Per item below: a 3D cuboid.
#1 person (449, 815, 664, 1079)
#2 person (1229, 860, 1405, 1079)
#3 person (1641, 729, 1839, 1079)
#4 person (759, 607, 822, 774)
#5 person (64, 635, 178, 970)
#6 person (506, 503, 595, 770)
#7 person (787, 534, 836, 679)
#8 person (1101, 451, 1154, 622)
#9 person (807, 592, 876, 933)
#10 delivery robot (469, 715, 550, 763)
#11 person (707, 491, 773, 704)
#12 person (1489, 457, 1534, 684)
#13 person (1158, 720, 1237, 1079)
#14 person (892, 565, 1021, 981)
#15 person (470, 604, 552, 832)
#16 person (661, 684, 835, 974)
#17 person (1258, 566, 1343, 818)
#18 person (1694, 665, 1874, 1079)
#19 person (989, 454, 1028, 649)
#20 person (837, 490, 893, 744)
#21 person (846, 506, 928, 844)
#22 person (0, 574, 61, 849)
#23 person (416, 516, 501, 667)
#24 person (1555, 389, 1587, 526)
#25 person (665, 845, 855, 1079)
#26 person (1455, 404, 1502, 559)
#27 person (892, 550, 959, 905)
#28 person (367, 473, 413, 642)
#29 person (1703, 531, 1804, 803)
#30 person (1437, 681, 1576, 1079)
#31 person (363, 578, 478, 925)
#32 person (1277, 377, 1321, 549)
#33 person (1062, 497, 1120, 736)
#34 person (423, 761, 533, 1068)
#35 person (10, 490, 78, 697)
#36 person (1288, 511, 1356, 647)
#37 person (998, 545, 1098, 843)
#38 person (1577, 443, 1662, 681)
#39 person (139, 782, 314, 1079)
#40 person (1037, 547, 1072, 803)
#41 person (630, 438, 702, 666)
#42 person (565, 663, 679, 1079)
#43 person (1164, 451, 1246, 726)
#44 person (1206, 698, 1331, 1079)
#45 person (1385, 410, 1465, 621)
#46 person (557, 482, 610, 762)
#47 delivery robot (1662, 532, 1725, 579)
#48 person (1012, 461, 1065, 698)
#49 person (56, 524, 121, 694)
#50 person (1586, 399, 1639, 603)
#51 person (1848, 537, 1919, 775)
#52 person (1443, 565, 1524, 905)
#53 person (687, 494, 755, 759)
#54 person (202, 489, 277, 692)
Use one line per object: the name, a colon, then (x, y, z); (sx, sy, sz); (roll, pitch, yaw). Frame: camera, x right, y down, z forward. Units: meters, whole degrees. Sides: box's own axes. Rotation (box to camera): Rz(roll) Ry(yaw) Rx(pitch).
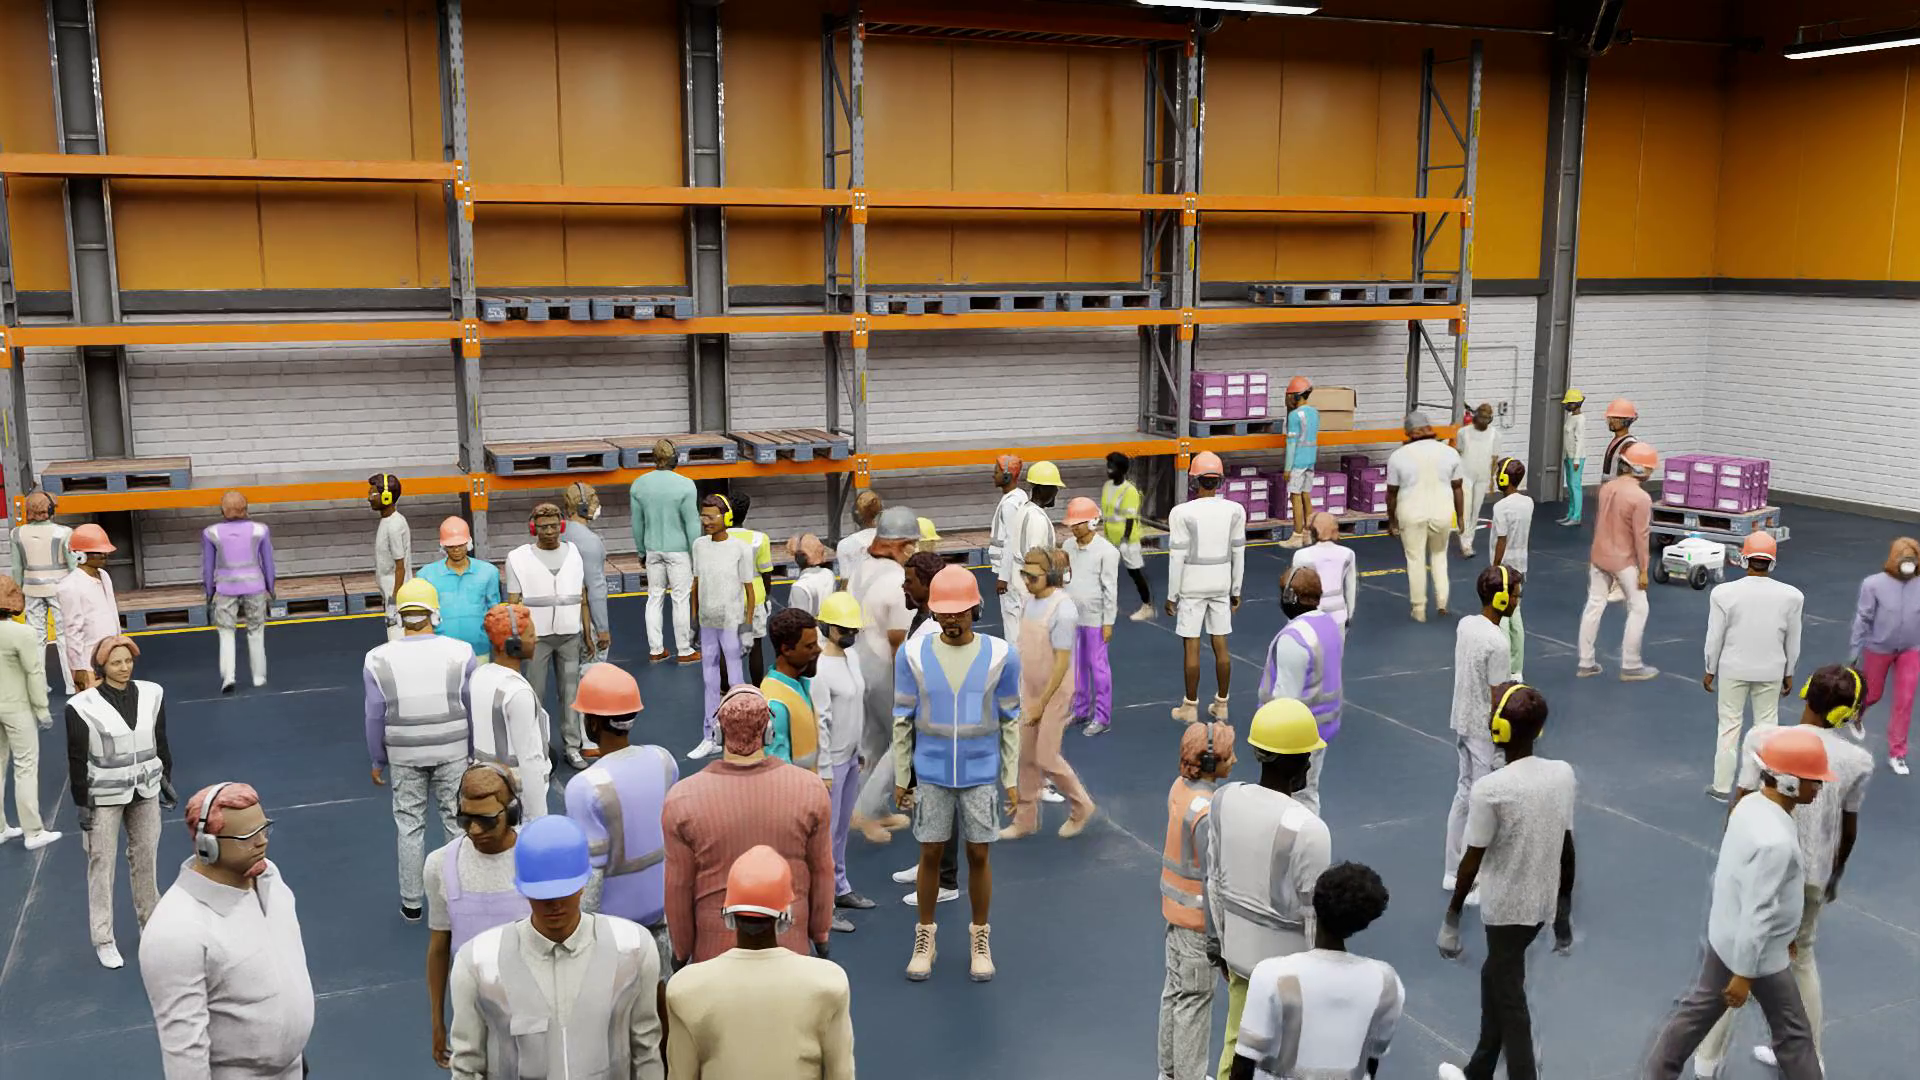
person: (-1.143, 1.719, 4.777); (0.602, 1.948, 0.385); (-4, 11, -20)
person: (1.061, 1.809, 5.110); (0.601, 1.657, 0.411); (-1, 10, -8)
person: (3.122, 1.554, 6.460); (0.908, 1.699, 0.565); (2, 10, 13)
person: (-0.801, 1.245, 7.592); (0.393, 1.919, 0.590); (0, 10, 0)
person: (-4.143, 1.271, 8.240); (0.311, 1.642, 0.512); (6, 12, 33)
person: (-2.754, 0.656, 11.191); (0.570, 1.843, 0.373); (-6, 11, -30)
person: (-0.988, 0.763, 11.172); (0.313, 1.639, 0.513); (4, 11, 20)
person: (1.485, -0.013, 15.606); (0.867, 1.648, 0.547); (-6, 11, -30)
person: (-0.628, 1.136, 8.666); (0.306, 1.767, 0.525); (3, 10, 17)
delivery robot: (-3.110, 1.280, 11.047); (0.707, 0.478, 0.477); (-6, 11, -30)
person: (-1.685, 0.472, 12.686); (0.534, 1.697, 0.318); (0, 10, -2)
person: (4.381, 0.267, 13.370); (0.538, 1.869, 0.313); (-9, 13, -42)
person: (0.969, 1.531, 6.747); (0.311, 1.638, 0.523); (-1, 10, -7)
person: (-0.018, 1.119, 7.960); (0.614, 2.041, 0.393); (0, 10, 2)
person: (-2.083, 1.225, 7.811); (0.356, 1.883, 0.574); (-8, 13, -38)
person: (-0.792, 1.480, 6.274); (0.643, 1.909, 0.410); (-2, 10, -14)
person: (1.831, 1.051, 8.999); (0.429, 1.825, 0.641); (6, 12, 31)
person: (3.457, 1.399, 6.982); (0.568, 1.827, 0.372); (2, 10, 12)
person: (0.394, 0.238, 13.502); (0.355, 1.882, 0.576); (1, 10, 7)
person: (-0.646, 0.558, 11.763); (0.508, 1.846, 0.345); (-6, 12, -31)
person: (-0.428, 0.787, 9.876); (0.563, 2.000, 0.709); (-6, 11, -30)
person: (-5.605, 1.011, 9.795); (0.504, 1.628, 0.278); (2, 10, 13)
person: (-3.352, 0.705, 11.178); (0.566, 1.751, 0.329); (-4, 11, -23)
person: (7.843, -1.055, 21.314); (0.338, 1.761, 0.524); (1, 10, 6)
person: (-0.594, 1.774, 5.017); (0.564, 1.752, 0.339); (-1, 10, -4)
person: (5.901, -0.675, 19.042); (0.512, 1.781, 0.923); (2, 10, 11)
person: (-0.151, 1.003, 8.986); (0.392, 1.920, 0.587); (-2, 10, -10)
person: (-4.252, 0.430, 12.429); (0.328, 1.872, 0.514); (-4, 11, -23)
person: (5.020, 0.810, 10.573); (0.564, 1.751, 0.330); (2, 10, 11)
person: (2.095, 1.450, 6.604); (0.554, 1.846, 0.767); (-6, 11, -30)
person: (-2.783, 1.103, 8.691); (0.589, 1.822, 0.403); (-3, 10, -16)
person: (4.002, -0.910, 19.689); (0.399, 2.035, 0.601); (8, 13, 40)
person: (0.907, 0.547, 12.140); (0.355, 1.738, 0.574); (-8, 13, -38)
person: (-1.546, 1.624, 5.662); (0.519, 1.836, 0.343); (0, 10, 0)
person: (-7.166, 0.430, 13.091); (0.522, 1.640, 0.306); (-1, 10, -3)
person: (2.640, 0.588, 12.195); (0.553, 1.627, 0.388); (-3, 10, -15)
person: (0.527, 0.914, 9.797); (0.587, 1.821, 0.517); (-7, 12, -33)
person: (5.427, 0.184, 13.605); (0.608, 1.962, 0.608); (-3, 10, -18)
person: (-2.209, 1.672, 5.166); (0.409, 1.906, 0.652); (1, 10, 4)
person: (0.584, 0.850, 10.685); (0.278, 1.633, 0.507); (3, 10, 17)
person: (-2.472, 0.106, 14.093); (0.627, 1.941, 0.371); (3, 10, 18)
person: (-1.328, 1.431, 6.466); (0.378, 1.938, 0.547); (6, 11, 30)
person: (1.801, 0.358, 12.341); (0.615, 2.041, 0.376); (-3, 10, -18)
person: (1.136, 1.512, 6.027); (0.363, 1.928, 0.587); (-7, 12, -34)
person: (4.413, -0.252, 15.868); (0.725, 2.000, 0.540); (1, 10, 4)
person: (-2.601, 0.559, 11.490); (0.372, 1.940, 0.630); (-8, 13, -39)
delivery robot: (7.731, 0.156, 17.519); (0.707, 0.478, 0.477); (-7, 12, -35)
person: (0.599, 0.351, 12.751); (0.397, 1.920, 0.586); (-1, 10, -6)
person: (-5.637, 0.757, 10.879); (0.343, 1.749, 0.572); (-1, 10, -5)
person: (6.568, -0.394, 16.665); (0.360, 2.047, 0.615); (1, 10, 6)
person: (6.370, 0.740, 11.417); (0.503, 1.601, 0.726); (2, 10, 11)
person: (2.817, 1.047, 8.927); (0.346, 1.857, 0.523); (-1, 10, -7)
person: (-1.650, 0.604, 11.426); (0.531, 1.871, 0.322); (5, 11, 25)
person: (-5.740, 0.403, 13.277); (0.527, 1.641, 0.392); (-4, 10, -20)
